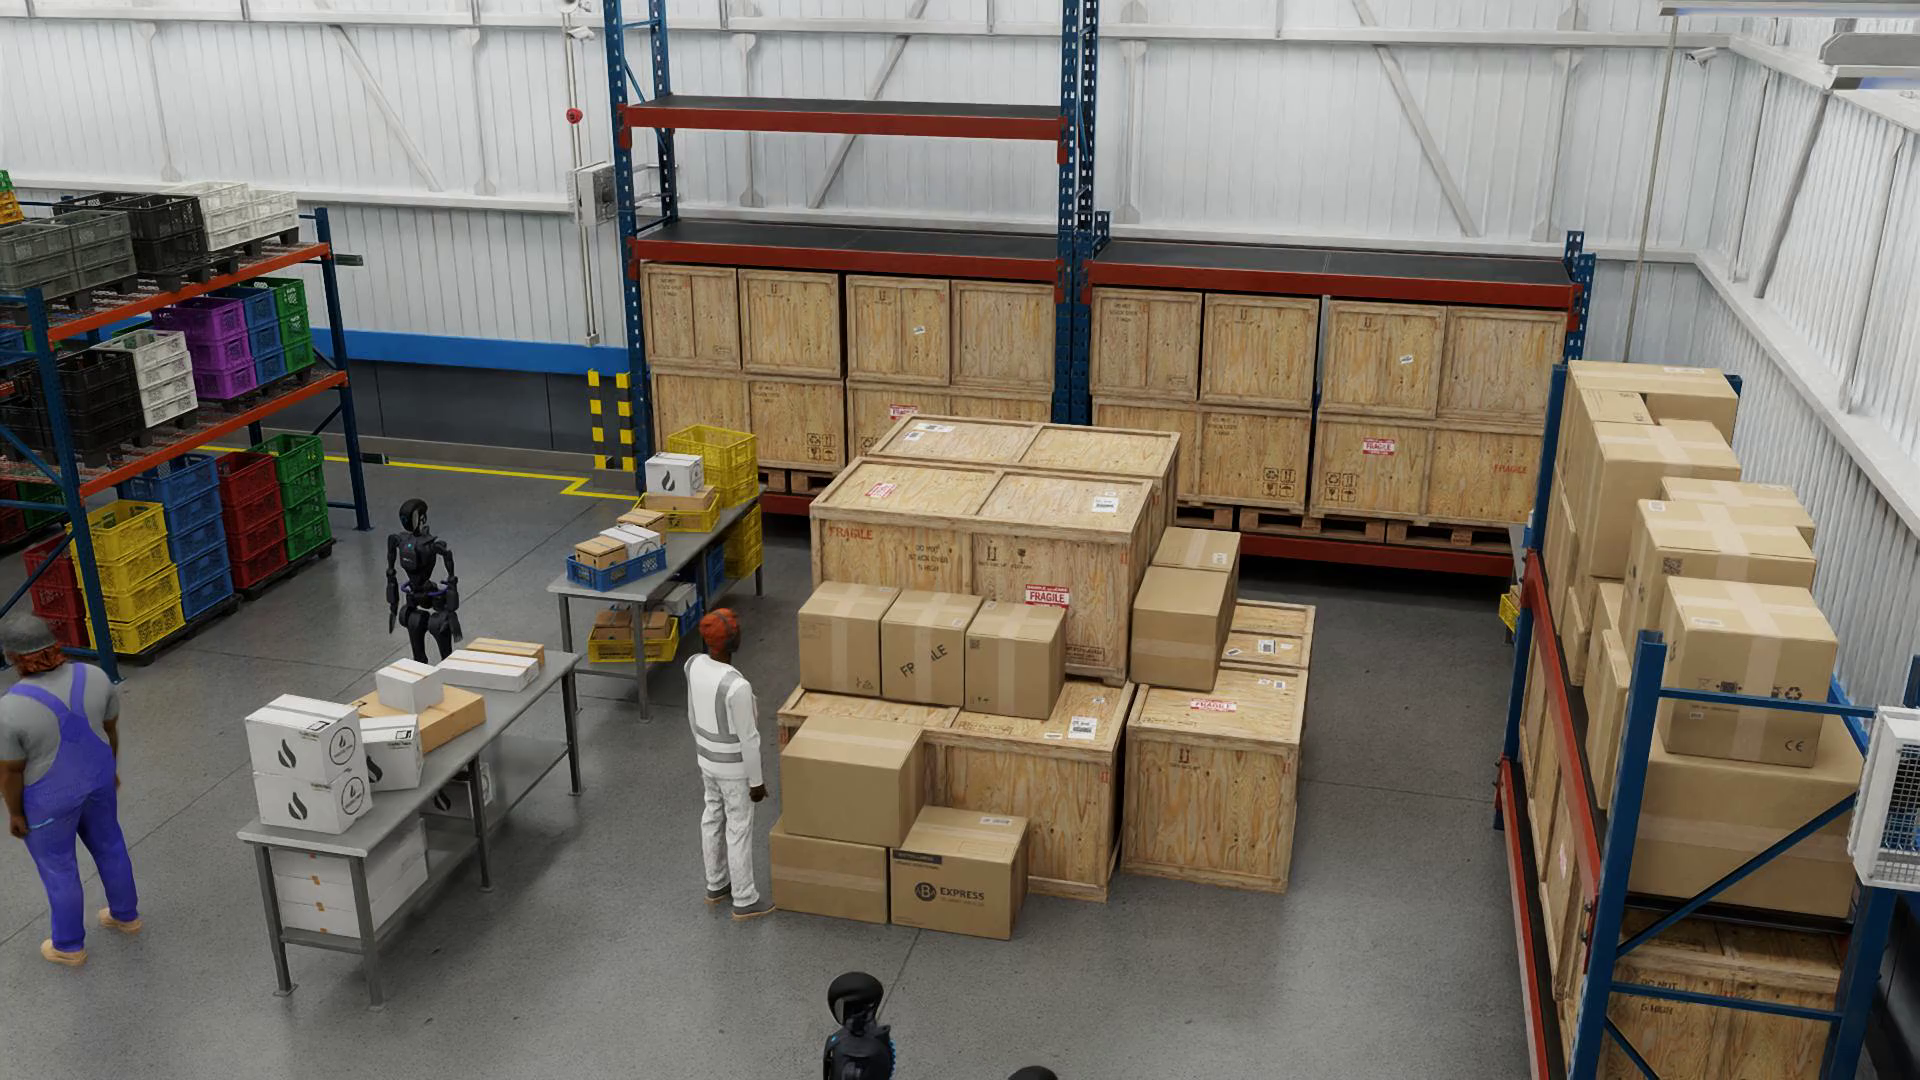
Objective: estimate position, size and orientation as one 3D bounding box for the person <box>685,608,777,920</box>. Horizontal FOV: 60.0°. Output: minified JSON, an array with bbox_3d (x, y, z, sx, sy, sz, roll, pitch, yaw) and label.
[{"bbox_3d":[-1.308,1.271,9.460,0.356,1.884,0.573,-18,28,-40],"label":"person"}]

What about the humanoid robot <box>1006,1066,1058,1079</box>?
[{"bbox_3d":[0.262,2.644,6.143,0.317,1.654,0.579,-8,22,-20],"label":"humanoid robot"}]

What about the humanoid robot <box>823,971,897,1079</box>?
[{"bbox_3d":[-0.409,2.439,6.673,0.327,1.657,0.586,0,21,1],"label":"humanoid robot"}]

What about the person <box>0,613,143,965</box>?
[{"bbox_3d":[-4.933,1.330,9.089,0.535,2.000,0.678,11,23,26],"label":"person"}]

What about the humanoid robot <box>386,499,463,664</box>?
[{"bbox_3d":[-3.774,0.498,11.749,0.596,1.657,0.326,6,22,15],"label":"humanoid robot"}]
